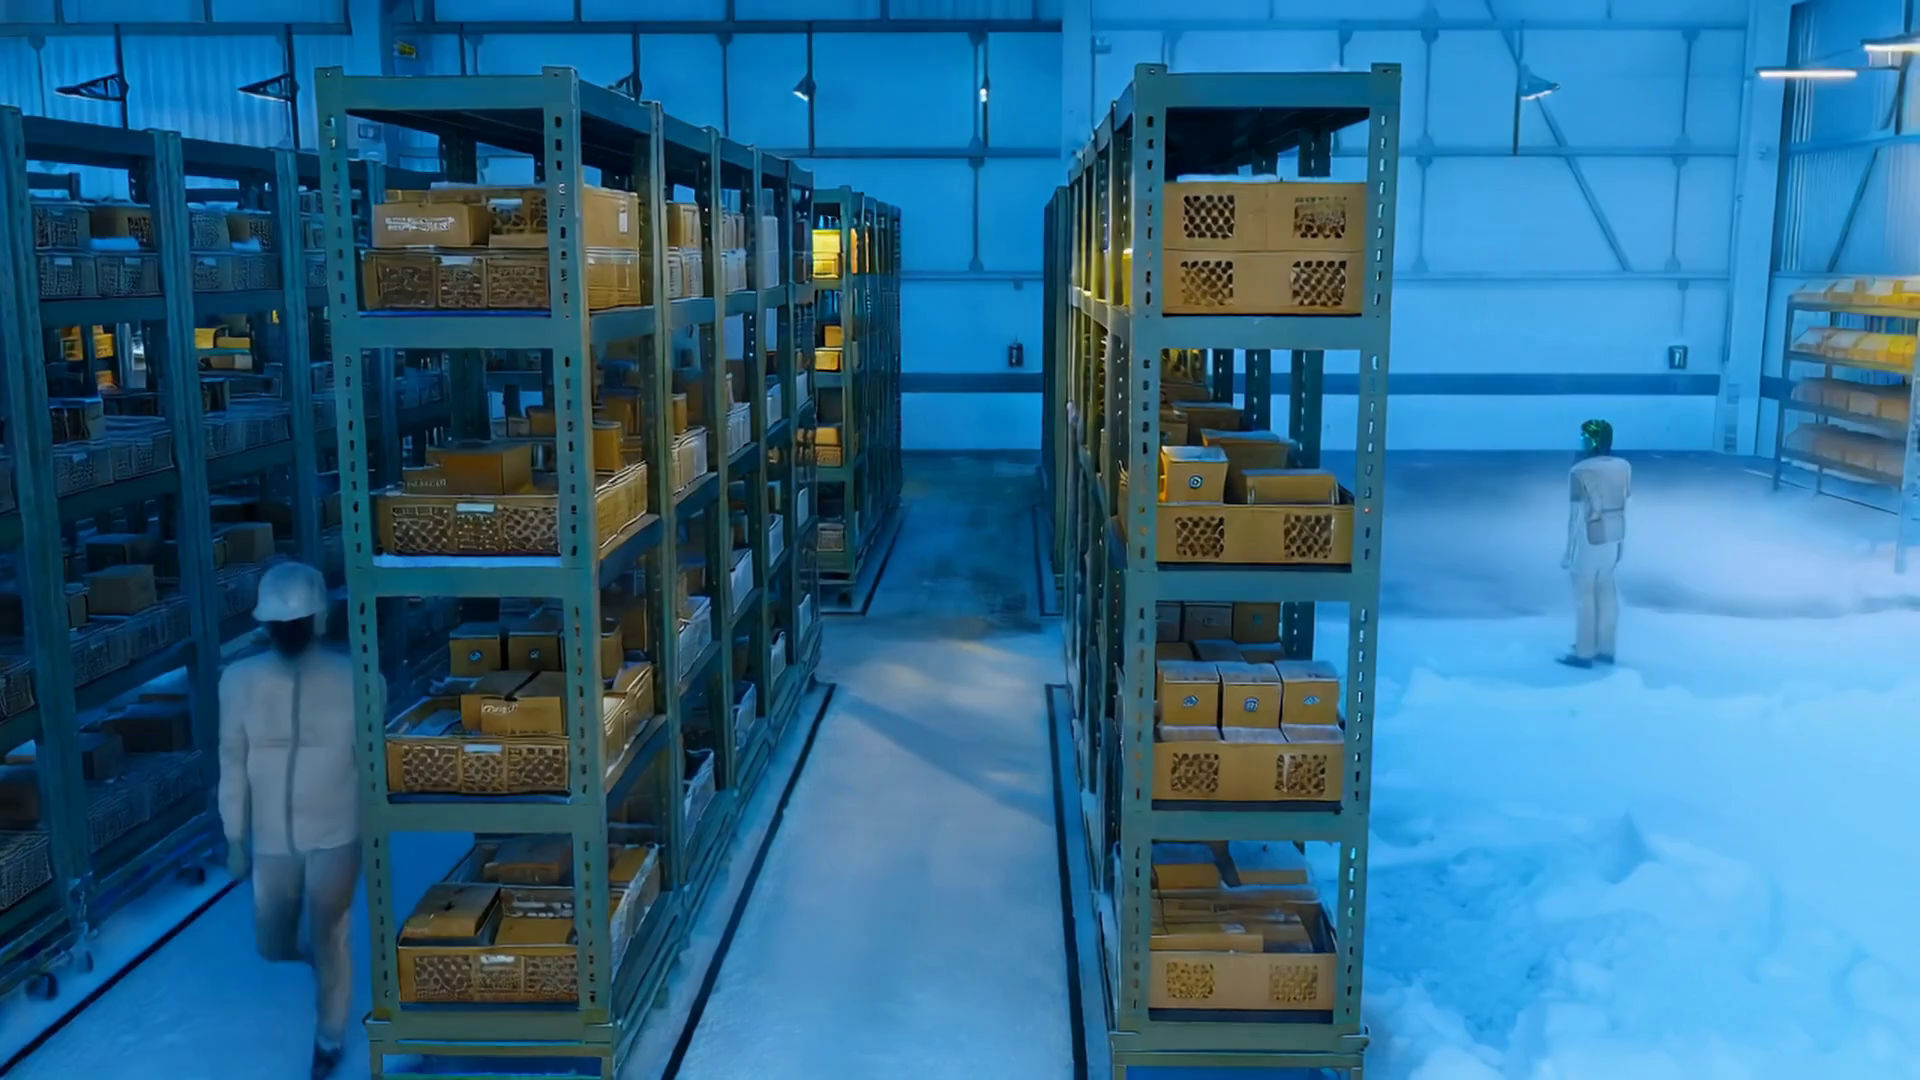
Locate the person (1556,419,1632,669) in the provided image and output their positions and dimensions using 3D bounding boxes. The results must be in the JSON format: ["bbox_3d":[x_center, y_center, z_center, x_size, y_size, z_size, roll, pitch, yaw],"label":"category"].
[{"bbox_3d":[4.693,0.031,12.268,0.571,1.843,0.372,-5,11,-26],"label":"person"}]

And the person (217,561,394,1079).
[{"bbox_3d":[-2.349,1.025,6.054,0.631,1.972,0.798,0,10,1],"label":"person"}]
